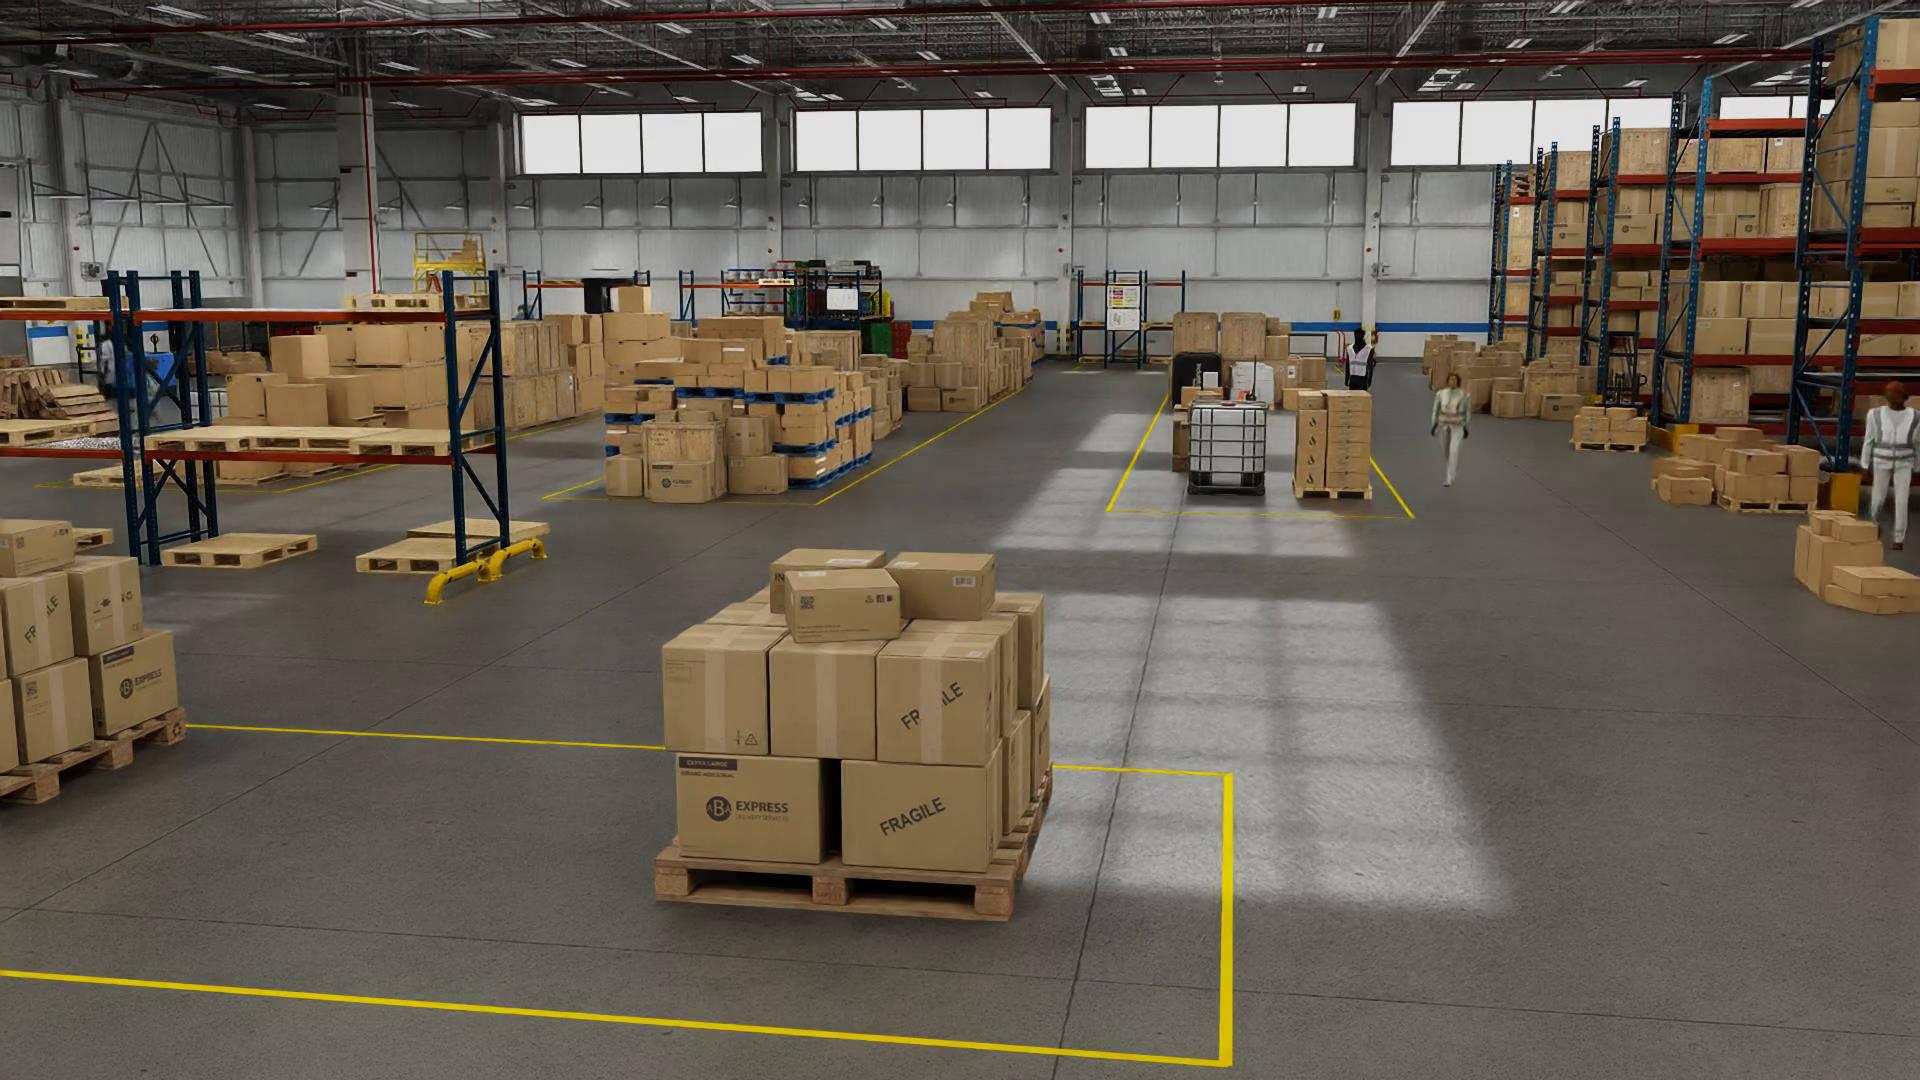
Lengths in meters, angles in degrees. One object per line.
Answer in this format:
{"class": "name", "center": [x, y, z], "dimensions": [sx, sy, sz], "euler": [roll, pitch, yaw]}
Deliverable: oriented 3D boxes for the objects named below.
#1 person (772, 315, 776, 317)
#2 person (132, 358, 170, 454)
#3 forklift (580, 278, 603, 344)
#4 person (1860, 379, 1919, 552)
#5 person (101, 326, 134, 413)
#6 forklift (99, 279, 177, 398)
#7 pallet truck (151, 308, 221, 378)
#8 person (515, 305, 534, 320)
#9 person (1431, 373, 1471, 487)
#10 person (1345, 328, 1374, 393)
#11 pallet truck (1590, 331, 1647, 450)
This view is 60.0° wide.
{"class": "person", "center": [-4.659, -4.770, 42.358], "dimensions": [0.639, 1.910, 0.908], "euler": [-8, 12, -40]}
{"class": "person", "center": [-13.365, -2.199, 27.453], "dimensions": [0.875, 1.593, 0.524], "euler": [2, 9, 10]}
{"class": "forklift", "center": [-10.011, -5.756, 45.415], "dimensions": [1.873, 2.768, 1.129], "euler": [0, 9, 1]}
{"class": "person", "center": [10.175, -0.828, 18.137], "dimensions": [0.611, 1.870, 0.657], "euler": [5, 11, 30]}
{"class": "person", "center": [-17.972, -3.610, 35.232], "dimensions": [0.375, 1.898, 0.809], "euler": [8, 12, 42]}
{"class": "forklift", "center": [-19.606, -4.720, 39.027], "dimensions": [1.873, 2.768, 1.129], "euler": [1, 9, 9]}
{"class": "pallet truck", "center": [-21.869, -5.598, 47.154], "dimensions": [0.823, 1.965, 1.885], "euler": [4, 10, 26]}
{"class": "person", "center": [-14.509, -6.917, 55.652], "dimensions": [0.716, 1.885, 0.633], "euler": [-2, 10, -14]}
{"class": "person", "center": [6.987, -1.584, 23.622], "dimensions": [0.506, 1.600, 0.861], "euler": [6, 11, 33]}
{"class": "person", "center": [7.824, -3.187, 32.568], "dimensions": [0.592, 1.911, 0.385], "euler": [9, 13, 43]}
{"class": "pallet truck", "center": [11.253, -2.573, 28.499], "dimensions": [0.823, 1.965, 1.885], "euler": [5, 10, 27]}
